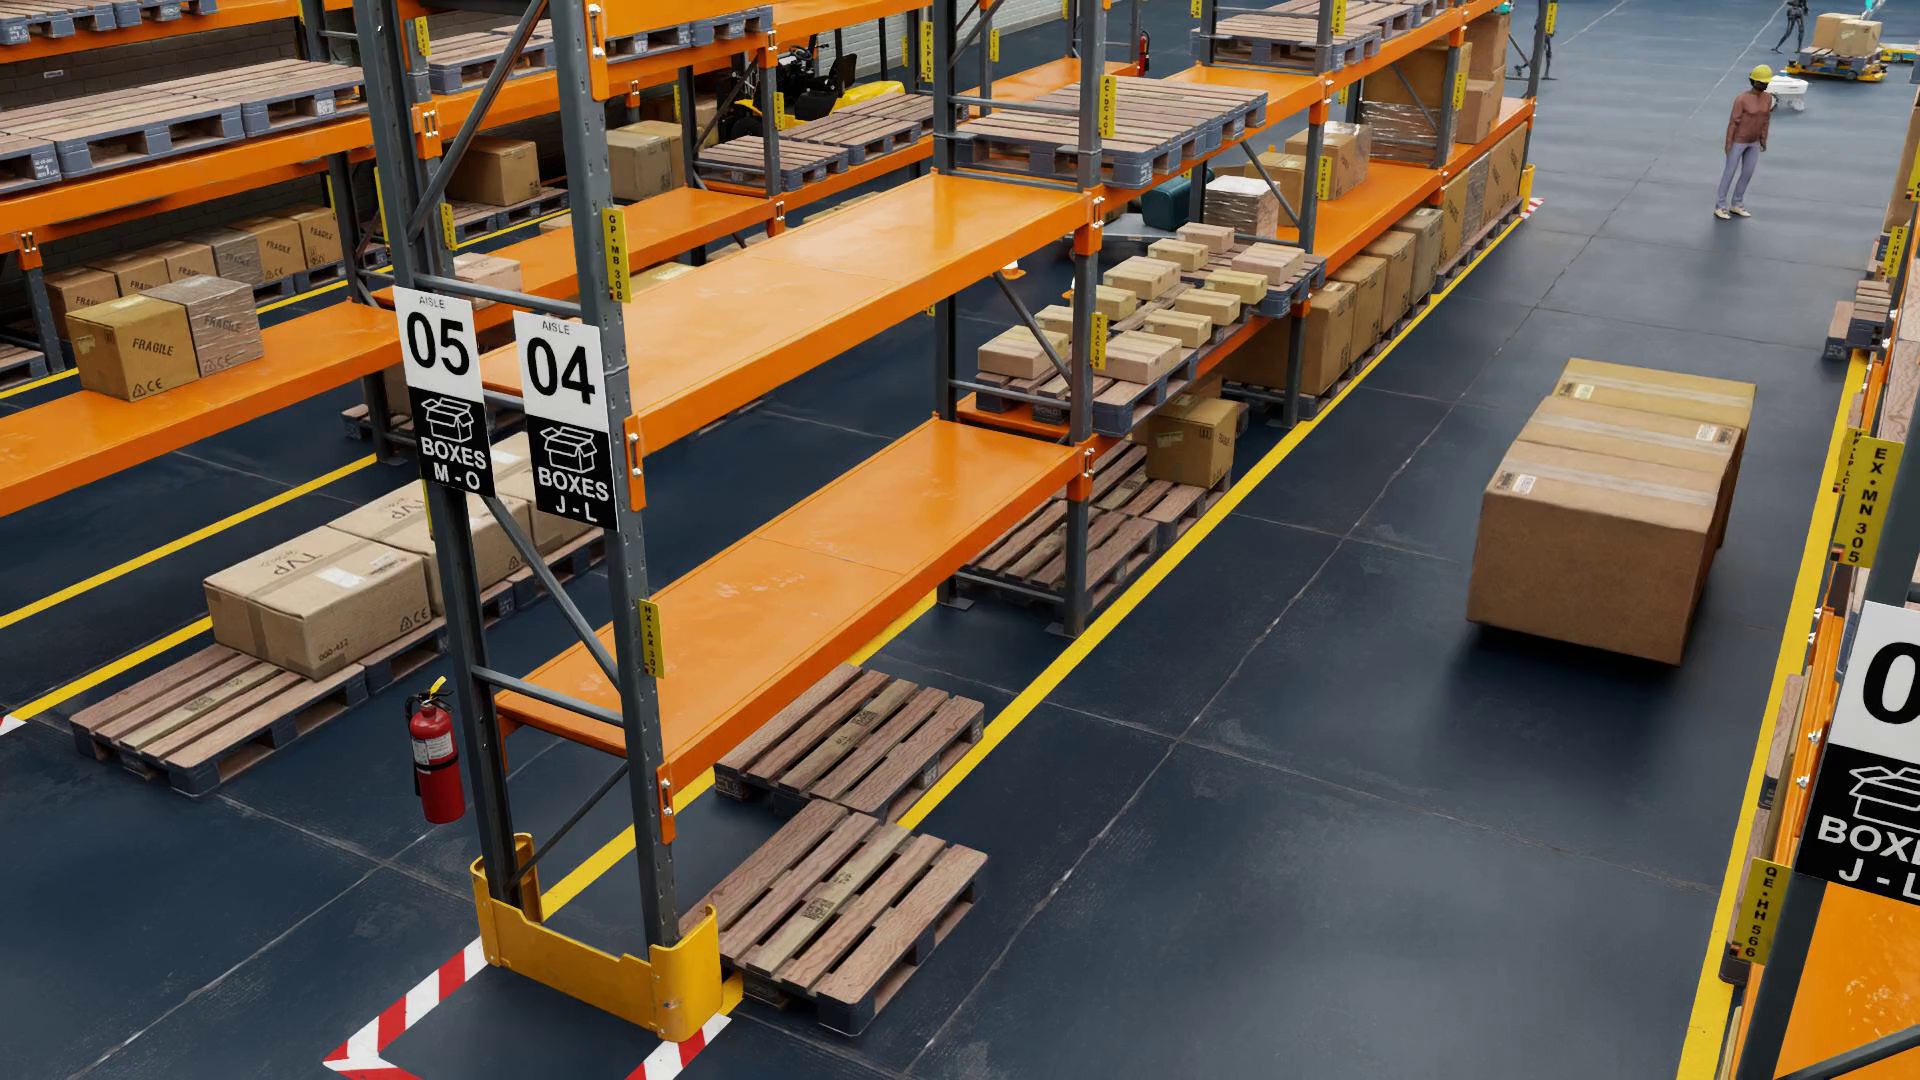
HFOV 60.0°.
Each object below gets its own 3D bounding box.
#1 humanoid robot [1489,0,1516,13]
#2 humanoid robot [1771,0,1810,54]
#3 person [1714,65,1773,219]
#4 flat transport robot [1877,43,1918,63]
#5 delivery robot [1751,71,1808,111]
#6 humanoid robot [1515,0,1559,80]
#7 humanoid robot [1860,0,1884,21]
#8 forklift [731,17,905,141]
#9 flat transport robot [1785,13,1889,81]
[{"bbox_3d":[9.465,-9.458,29.351,0.542,1.790,0.846,-5,26,-9],"label":"humanoid robot"},{"bbox_3d":[14.772,-9.402,29.285,0.519,1.641,0.594,23,34,39],"label":"humanoid robot"},{"bbox_3d":[9.053,-4.574,19.132,0.534,1.759,0.358,-9,27,-18],"label":"person"},{"bbox_3d":[16.595,-8.427,28.853,1.431,0.231,0.659,10,27,20],"label":"flat transport robot"},{"bbox_3d":[12.328,-6.757,25.059,0.802,0.601,0.499,0,26,1],"label":"delivery robot"},{"bbox_3d":[9.464,-8.318,27.032,0.640,1.636,0.604,12,28,23],"label":"humanoid robot"},{"bbox_3d":[17.311,-10.534,31.531,0.787,1.775,0.530,6,26,11],"label":"humanoid robot"},{"bbox_3d":[-1.819,-5.975,21.543,2.313,2.155,1.214,14,29,26],"label":"forklift"},{"bbox_3d":[14.540,-7.816,27.582,1.431,0.231,0.659,20,32,35],"label":"flat transport robot"}]
